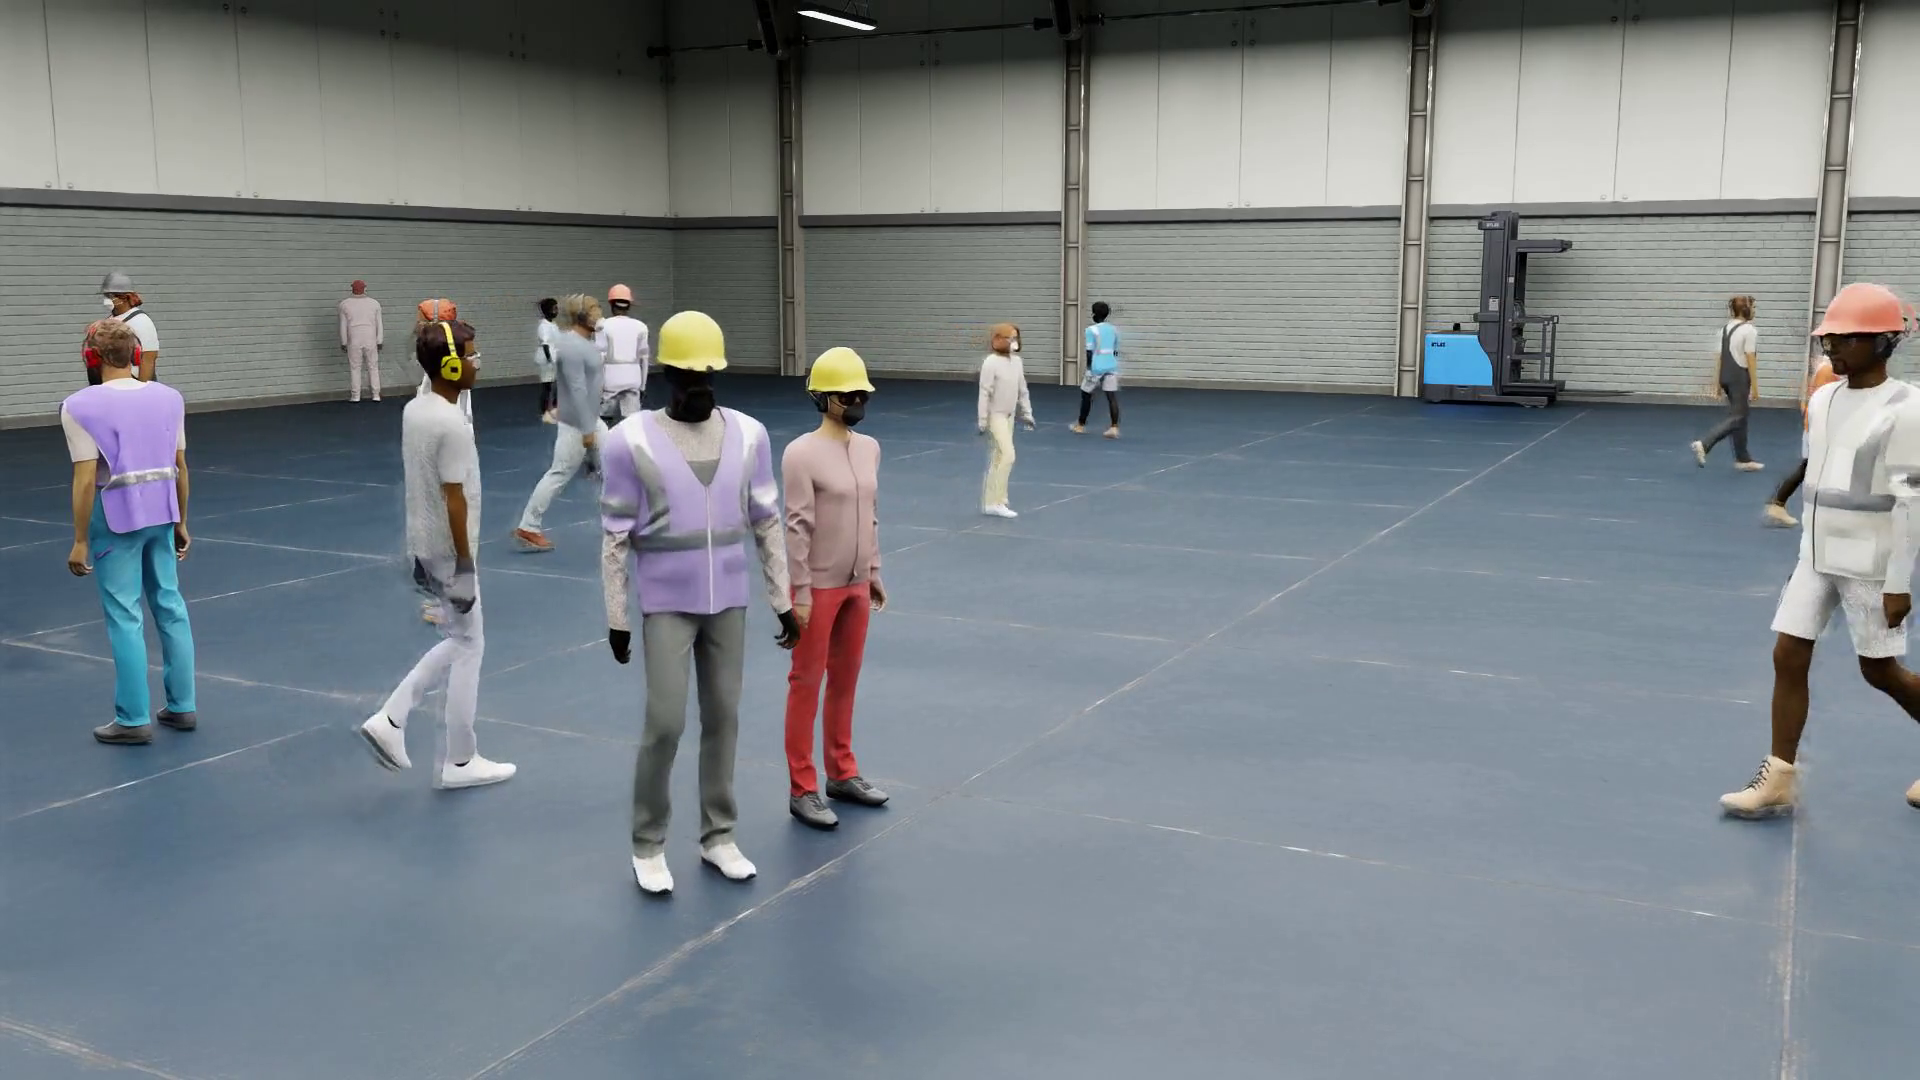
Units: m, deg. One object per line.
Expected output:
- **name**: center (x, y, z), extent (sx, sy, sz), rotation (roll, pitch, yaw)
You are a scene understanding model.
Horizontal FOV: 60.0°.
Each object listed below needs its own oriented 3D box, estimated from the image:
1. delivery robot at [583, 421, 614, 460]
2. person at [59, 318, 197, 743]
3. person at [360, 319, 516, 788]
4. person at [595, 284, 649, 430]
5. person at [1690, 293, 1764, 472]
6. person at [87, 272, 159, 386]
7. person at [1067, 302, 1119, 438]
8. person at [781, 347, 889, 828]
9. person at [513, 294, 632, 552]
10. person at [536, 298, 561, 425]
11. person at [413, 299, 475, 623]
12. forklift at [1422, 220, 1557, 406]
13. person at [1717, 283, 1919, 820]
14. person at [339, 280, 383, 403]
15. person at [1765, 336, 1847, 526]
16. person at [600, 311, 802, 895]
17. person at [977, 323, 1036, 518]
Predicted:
- **delivery robot**: center (-3.517, -0.949, 16.683), extent (0.707, 0.478, 0.477), rotation (1, 9, 6)
- **person**: center (-3.609, -0.040, 7.271), extent (0.373, 1.840, 0.572), rotation (5, 10, 26)
- **person**: center (-2.065, 0.069, 6.540), extent (0.489, 1.862, 0.534), rotation (-8, 12, -39)
- **person**: center (-3.338, -1.529, 16.248), extent (0.563, 1.907, 0.736), rotation (-5, 11, -31)
- **person**: center (7.868, -1.595, 16.944), extent (0.790, 1.827, 0.518), rotation (-1, 9, -4)
- **person**: center (-7.460, -1.340, 14.813), extent (0.684, 2.000, 0.538), rotation (7, 11, 36)
- **person**: center (1.688, -2.105, 20.556), extent (0.553, 1.655, 0.820), rotation (-7, 11, -35)
- **person**: center (-0.456, 0.165, 6.245), extent (0.327, 1.769, 0.525), rotation (7, 11, 35)
- **person**: center (-2.798, -0.851, 12.166), extent (1.052, 1.889, 0.644), rotation (0, 9, 3)
- **person**: center (-5.442, -2.388, 22.246), extent (0.437, 1.678, 0.547), rotation (1, 9, 3)
- **person**: center (-3.033, -0.468, 9.789), extent (0.355, 1.883, 0.574), rotation (-3, 10, -18)
- **forklift**: center (8.245, -3.527, 25.720), extent (1.873, 2.768, 1.129), rotation (5, 10, 27)
- **person**: center (3.394, 0.054, 6.193), extent (0.950, 2.015, 0.616), rotation (-2, 9, -9)
- **person**: center (-9.321, -3.092, 25.900), extent (0.641, 1.908, 0.407), rotation (-5, 10, -27)
- **person**: center (6.838, -0.897, 13.127), extent (0.820, 1.659, 0.539), rotation (5, 10, 26)
- **person**: center (-0.875, 0.197, 5.583), extent (0.620, 1.921, 0.394), rotation (-6, 11, -34)
- **person**: center (0.407, -0.993, 13.844), extent (0.564, 1.612, 0.514), rotation (6, 11, 32)
